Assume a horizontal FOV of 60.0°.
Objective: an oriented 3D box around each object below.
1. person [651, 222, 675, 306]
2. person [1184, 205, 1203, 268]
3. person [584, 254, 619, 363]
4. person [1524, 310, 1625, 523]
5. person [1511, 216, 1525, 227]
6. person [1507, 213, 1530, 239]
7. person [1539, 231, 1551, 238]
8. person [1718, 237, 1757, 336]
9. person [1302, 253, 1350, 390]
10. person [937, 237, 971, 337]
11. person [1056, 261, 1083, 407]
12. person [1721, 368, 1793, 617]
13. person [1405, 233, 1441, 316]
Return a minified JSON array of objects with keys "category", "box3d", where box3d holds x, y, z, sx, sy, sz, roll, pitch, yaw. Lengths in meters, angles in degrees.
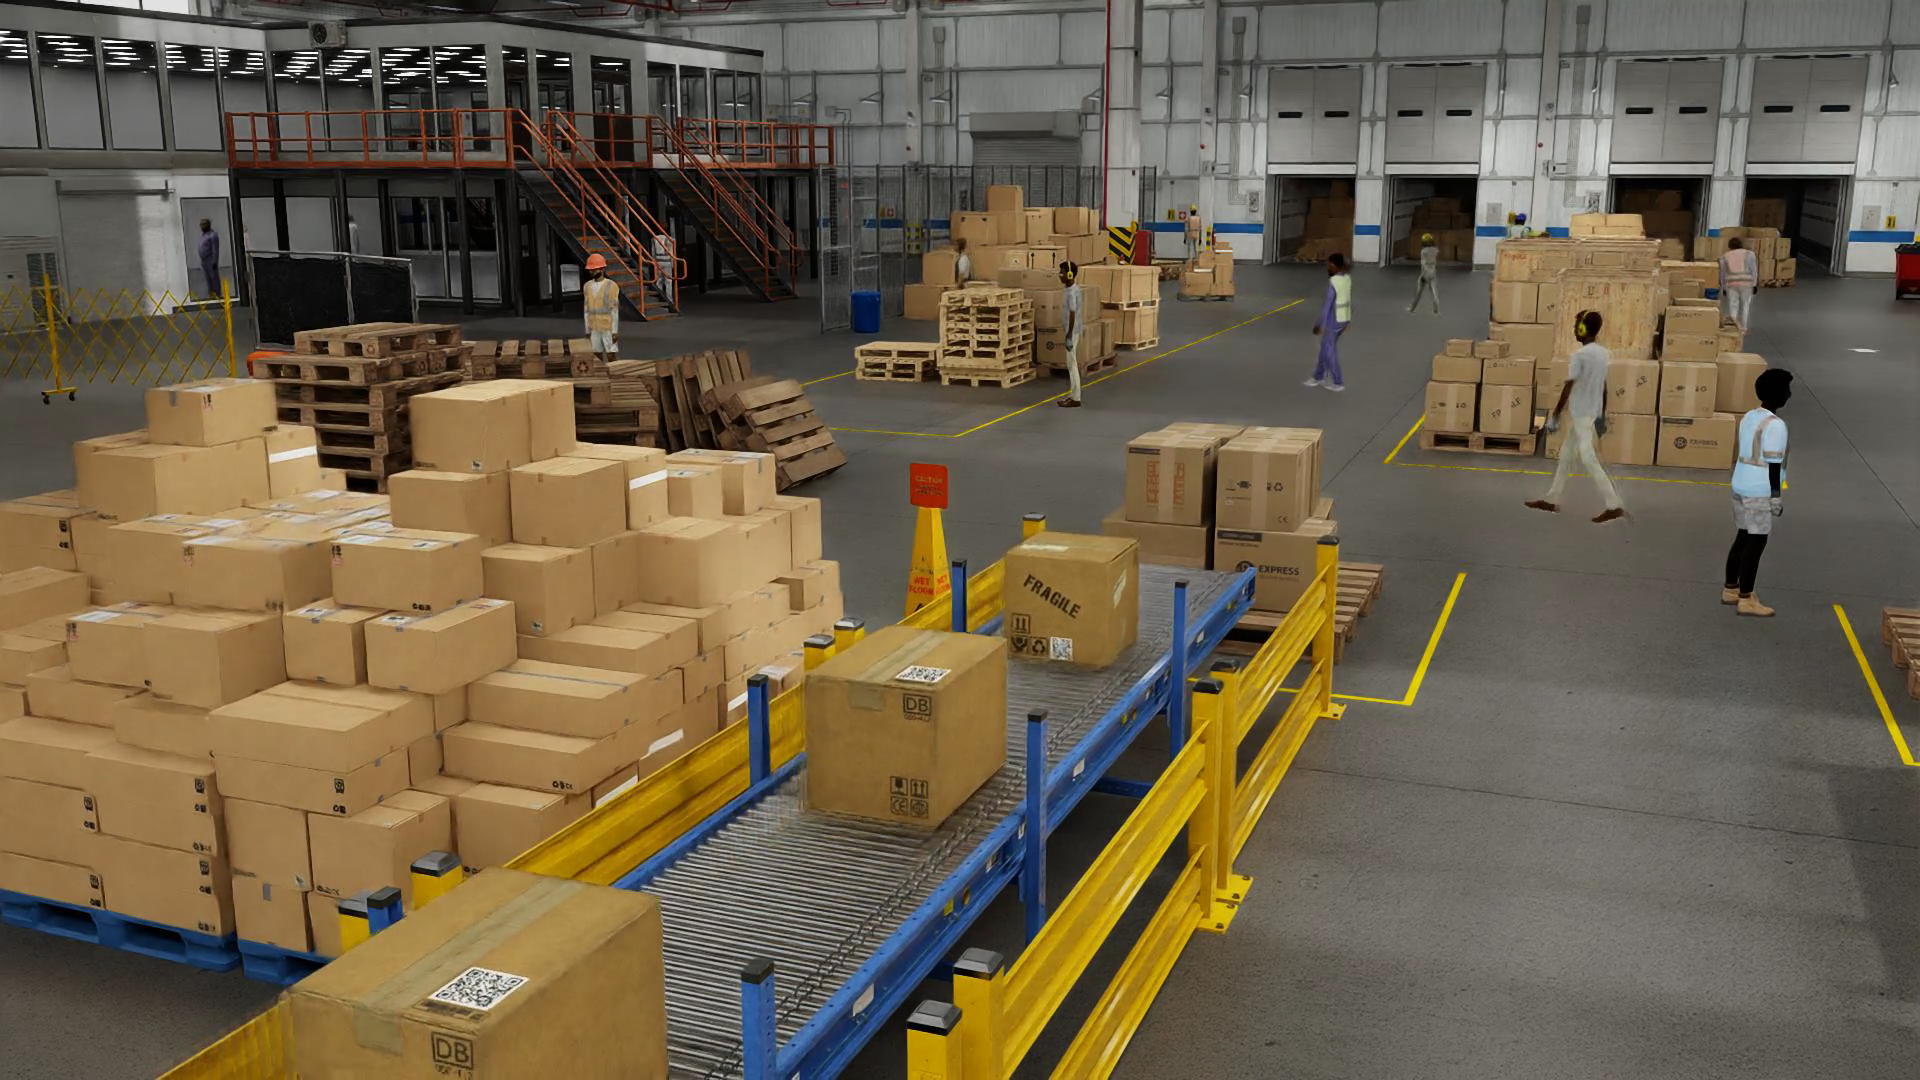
[{"category":"person","box3d":[-6.433,-5.970,36.216,0.587,1.882,0.341,6,14,26]},{"category":"person","box3d":[7.125,-9.268,50.920,0.589,1.924,0.384,-3,13,-13]},{"category":"person","box3d":[-4.721,-2.787,21.857,0.539,1.929,0.387,6,14,24]},{"category":"person","box3d":[5.395,-1.068,14.388,0.538,1.831,0.965,-12,17,-43]},{"category":"person","box3d":[14.727,-7.677,43.993,0.446,1.830,0.651,9,15,34]},{"category":"person","box3d":[13.896,-7.153,41.379,0.404,1.945,0.615,-11,17,-41]},{"category":"person","box3d":[10.659,-4.747,30.723,0.993,1.900,0.636,-3,13,-15]},{"category":"person","box3d":[14.187,-4.610,30.341,0.700,1.789,0.788,7,15,30]},{"category":"person","box3d":[5.063,-3.009,22.967,0.720,1.872,0.642,8,15,32]},{"category":"person","box3d":[-0.092,-4.458,29.576,0.804,1.816,0.518,-1,13,-4]},{"category":"person","box3d":[1.404,-2.624,21.279,0.328,1.861,0.504,1,13,6]},{"category":"person","box3d":[5.455,-0.329,11.363,0.320,1.693,0.537,1,13,6]},{"category":"person","box3d":[9.745,-5.530,34.680,0.487,1.700,0.888,-6,14,-25]}]
